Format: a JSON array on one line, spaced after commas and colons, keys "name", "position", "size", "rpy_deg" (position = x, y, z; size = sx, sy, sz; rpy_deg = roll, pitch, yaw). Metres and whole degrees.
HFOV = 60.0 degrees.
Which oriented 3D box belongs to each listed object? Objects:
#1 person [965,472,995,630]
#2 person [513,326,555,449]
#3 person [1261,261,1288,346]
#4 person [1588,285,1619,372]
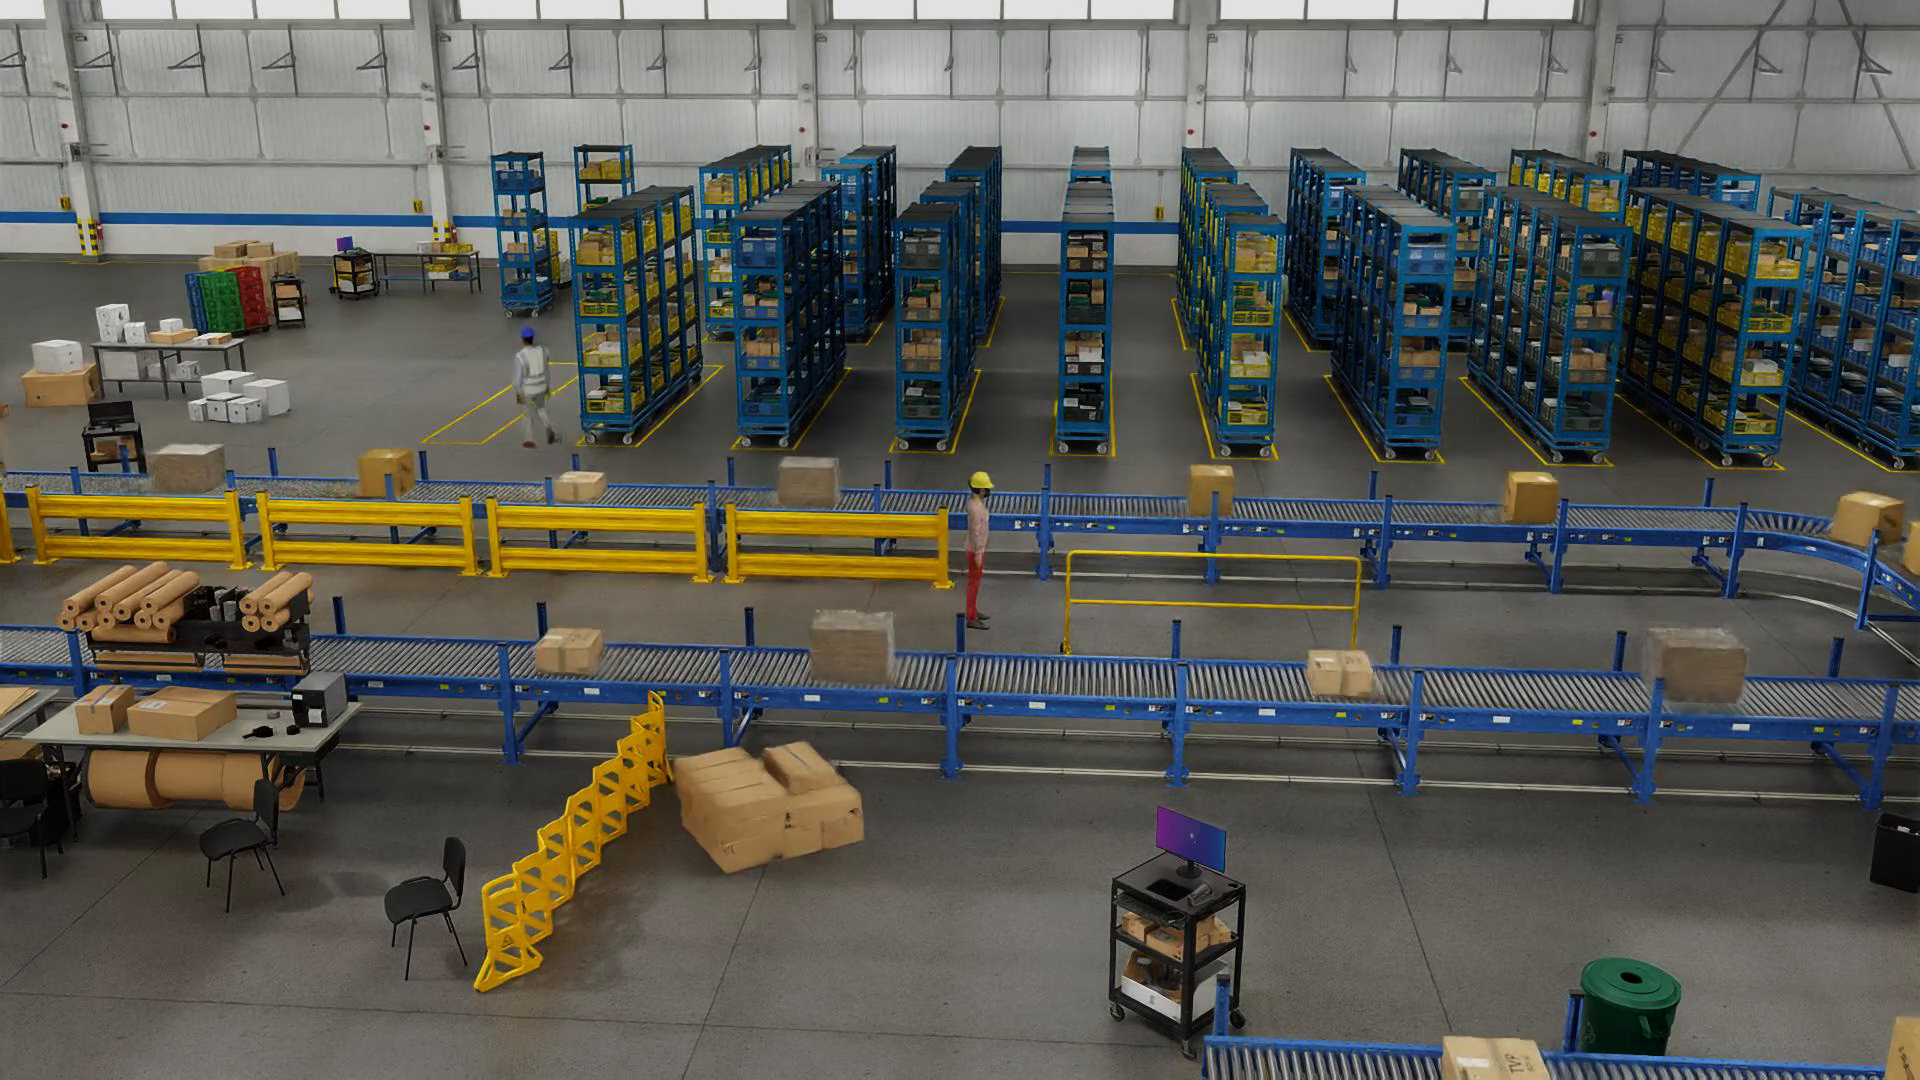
[{"name": "person", "position": [0.217, 0.100, 18.352], "size": [0.322, 1.767, 0.533], "rpy_deg": [1, 18, 2]}, {"name": "person", "position": [-6.630, -2.356, 25.878], "size": [0.564, 1.928, 0.670], "rpy_deg": [16, 24, 42]}, {"name": "person", "position": [6.392, -4.868, 34.008], "size": [0.598, 1.830, 0.404], "rpy_deg": [-3, 18, -9]}, {"name": "person", "position": [12.190, -4.050, 31.465], "size": [0.742, 1.804, 0.413], "rpy_deg": [-3, 18, -9]}]
